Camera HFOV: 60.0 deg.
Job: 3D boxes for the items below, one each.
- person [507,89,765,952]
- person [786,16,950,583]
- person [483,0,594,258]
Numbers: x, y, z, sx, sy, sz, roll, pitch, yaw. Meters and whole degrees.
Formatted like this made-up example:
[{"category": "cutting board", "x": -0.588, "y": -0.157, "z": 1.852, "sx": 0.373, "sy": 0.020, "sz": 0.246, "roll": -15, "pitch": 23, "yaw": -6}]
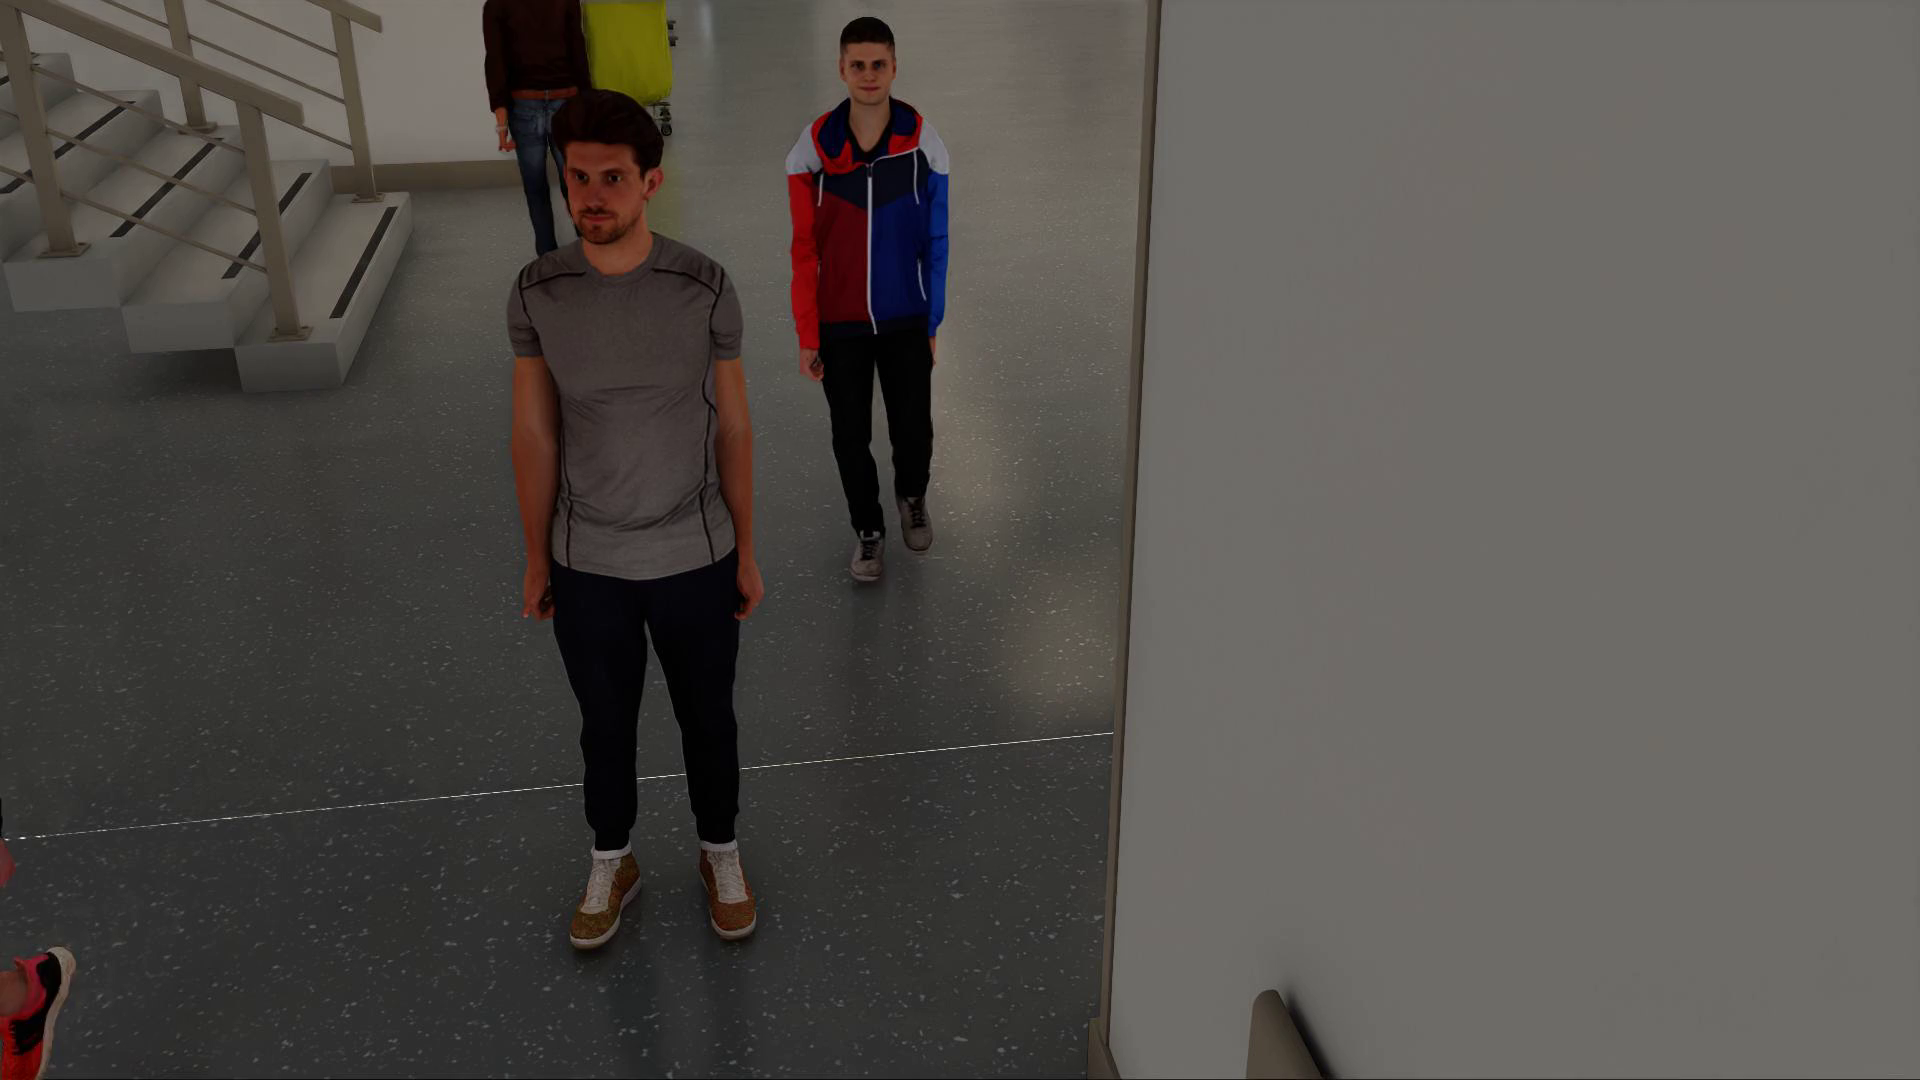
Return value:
[{"category": "person", "x": -0.666, "y": 0.007, "z": 3.499, "sx": 0.495, "sy": 1.893, "sz": 0.727, "roll": -2, "pitch": 26, "yaw": -5}, {"category": "person", "x": -0.280, "y": -0.727, "z": 5.191, "sx": 0.648, "sy": 1.745, "sz": 0.752, "roll": 0, "pitch": 26, "yaw": 0}, {"category": "person", "x": -1.877, "y": -1.928, "z": 7.659, "sx": 0.981, "sy": 1.764, "sz": 0.883, "roll": -13, "pitch": 29, "yaw": -25}]
